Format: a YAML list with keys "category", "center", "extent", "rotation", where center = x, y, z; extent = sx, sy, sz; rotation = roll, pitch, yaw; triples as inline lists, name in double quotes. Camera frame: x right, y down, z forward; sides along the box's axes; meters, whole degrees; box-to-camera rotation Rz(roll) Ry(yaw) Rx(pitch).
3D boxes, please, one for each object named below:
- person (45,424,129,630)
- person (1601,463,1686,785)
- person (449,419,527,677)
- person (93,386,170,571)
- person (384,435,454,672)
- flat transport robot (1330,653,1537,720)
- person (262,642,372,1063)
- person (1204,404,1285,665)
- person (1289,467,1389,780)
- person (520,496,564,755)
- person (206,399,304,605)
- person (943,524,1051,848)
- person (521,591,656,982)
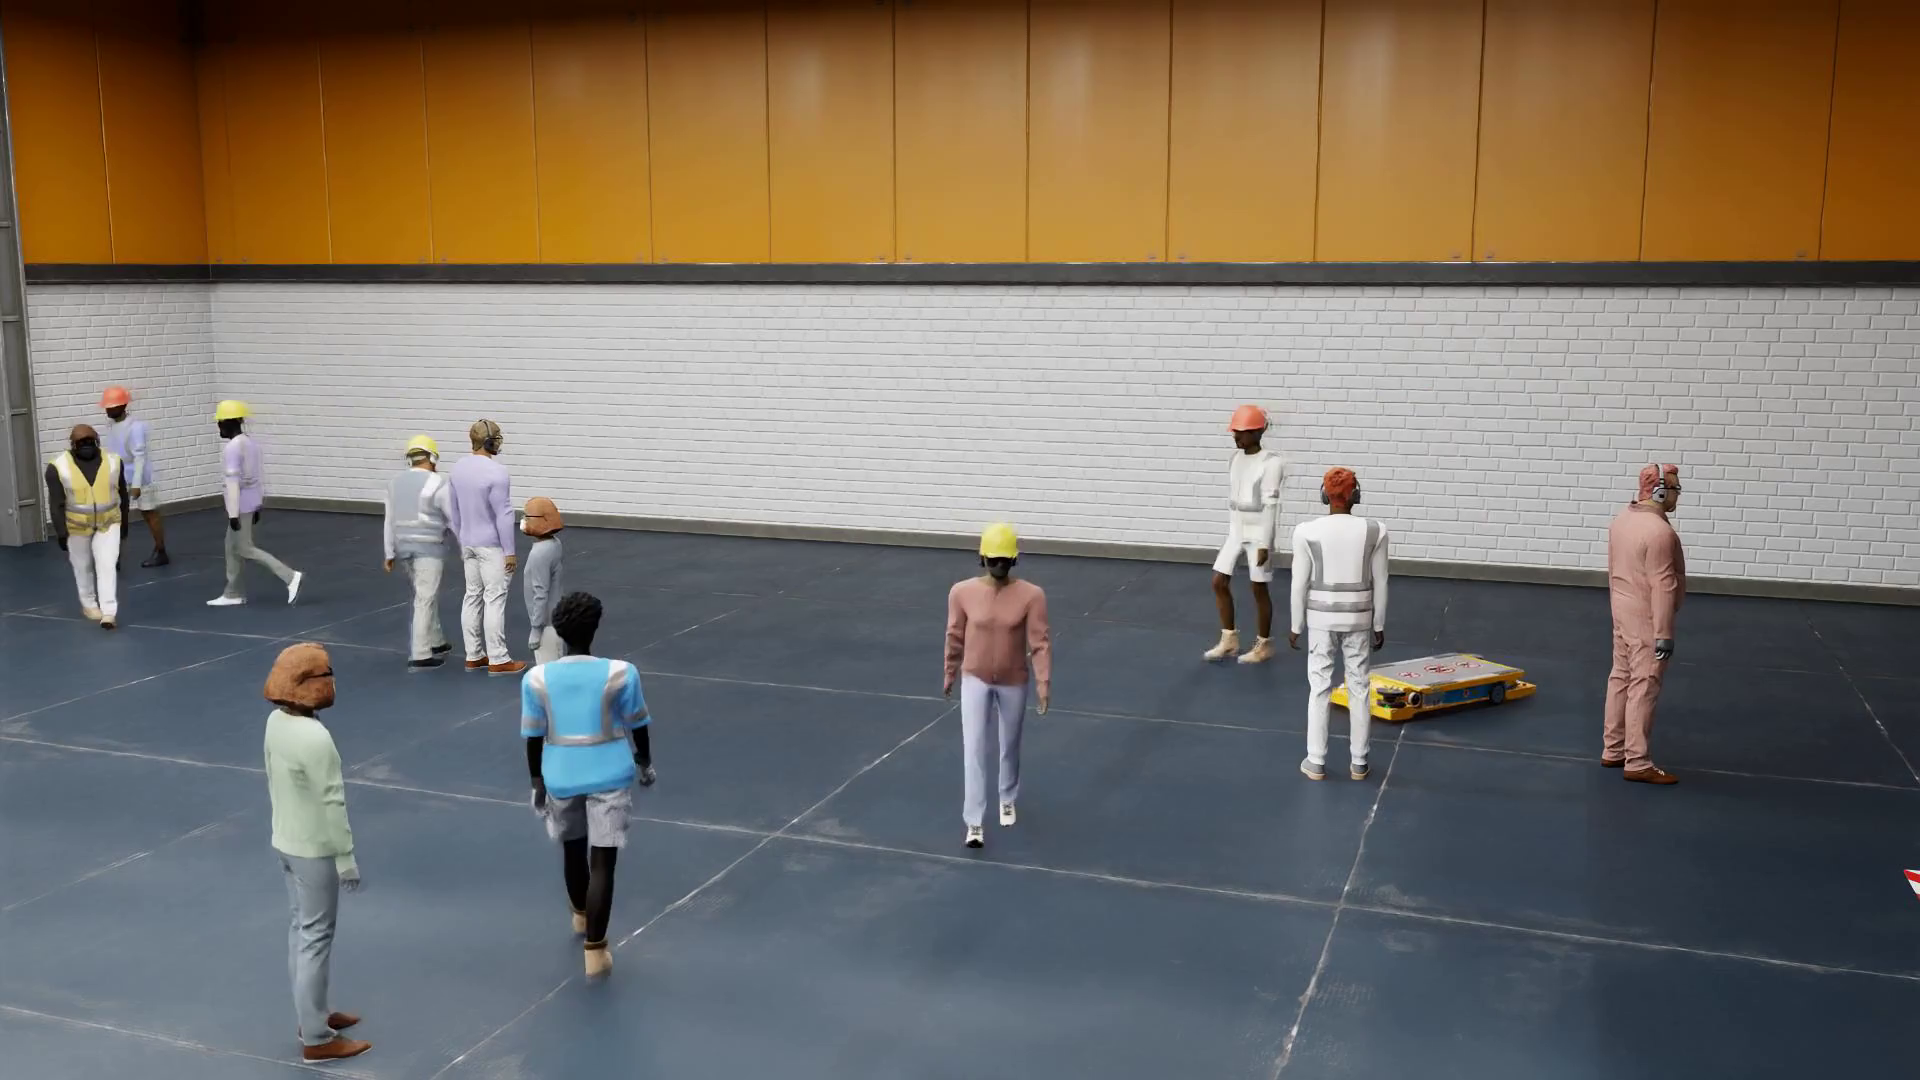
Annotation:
- category: "person"
  center: [-7.426, -0.121, 14.223]
  extent: [0.630, 1.772, 1.000]
  rotation: [-6, 11, -32]
- category: "person"
  center: [4.120, 0.489, 9.954]
  extent: [0.403, 1.906, 0.652]
  rotation: [0, 9, -2]
- category: "person"
  center: [-3.568, 0.057, 12.528]
  extent: [0.635, 1.937, 0.353]
  rotation: [7, 11, 36]
- category: "person"
  center: [-8.446, -0.615, 16.828]
  extent: [0.554, 1.883, 0.897]
  rotation: [4, 10, 25]
- category: "person"
  center: [-4.054, 0.092, 12.820]
  extent: [0.735, 1.767, 0.757]
  rotation: [5, 10, 27]
- category: "flat transport robot"
  center: [3.326, 1.017, 11.735]
  extent: [1.431, 0.197, 0.652]
  rotation: [-5, 11, -30]
- category: "person"
  center: [-2.496, 1.197, 6.422]
  extent: [0.278, 1.635, 0.507]
  rotation: [-8, 12, -42]
- category: "person"
  center: [2.175, -0.022, 12.765]
  extent: [0.665, 2.023, 0.624]
  rotation: [-6, 11, -33]
- category: "person"
  center: [2.258, 0.504, 9.933]
  extent: [0.573, 1.883, 0.356]
  rotation: [1, 9, 5]
- category: "person"
  center: [-2.624, 0.536, 10.495]
  extent: [0.277, 1.636, 0.502]
  rotation: [-1, 9, -3]
- category: "person"
  center: [-6.428, -0.327, 15.060]
  extent: [0.829, 1.900, 0.590]
  rotation: [-1, 9, -8]
- category: "person"
  center: [0.196, 0.763, 8.826]
  extent: [0.563, 1.712, 0.901]
  rotation: [0, 9, 1]
- category: "person"
  center: [-1.621, 1.035, 7.323]
  extent: [0.538, 1.659, 0.752]
  rotation: [1, 9, 3]
